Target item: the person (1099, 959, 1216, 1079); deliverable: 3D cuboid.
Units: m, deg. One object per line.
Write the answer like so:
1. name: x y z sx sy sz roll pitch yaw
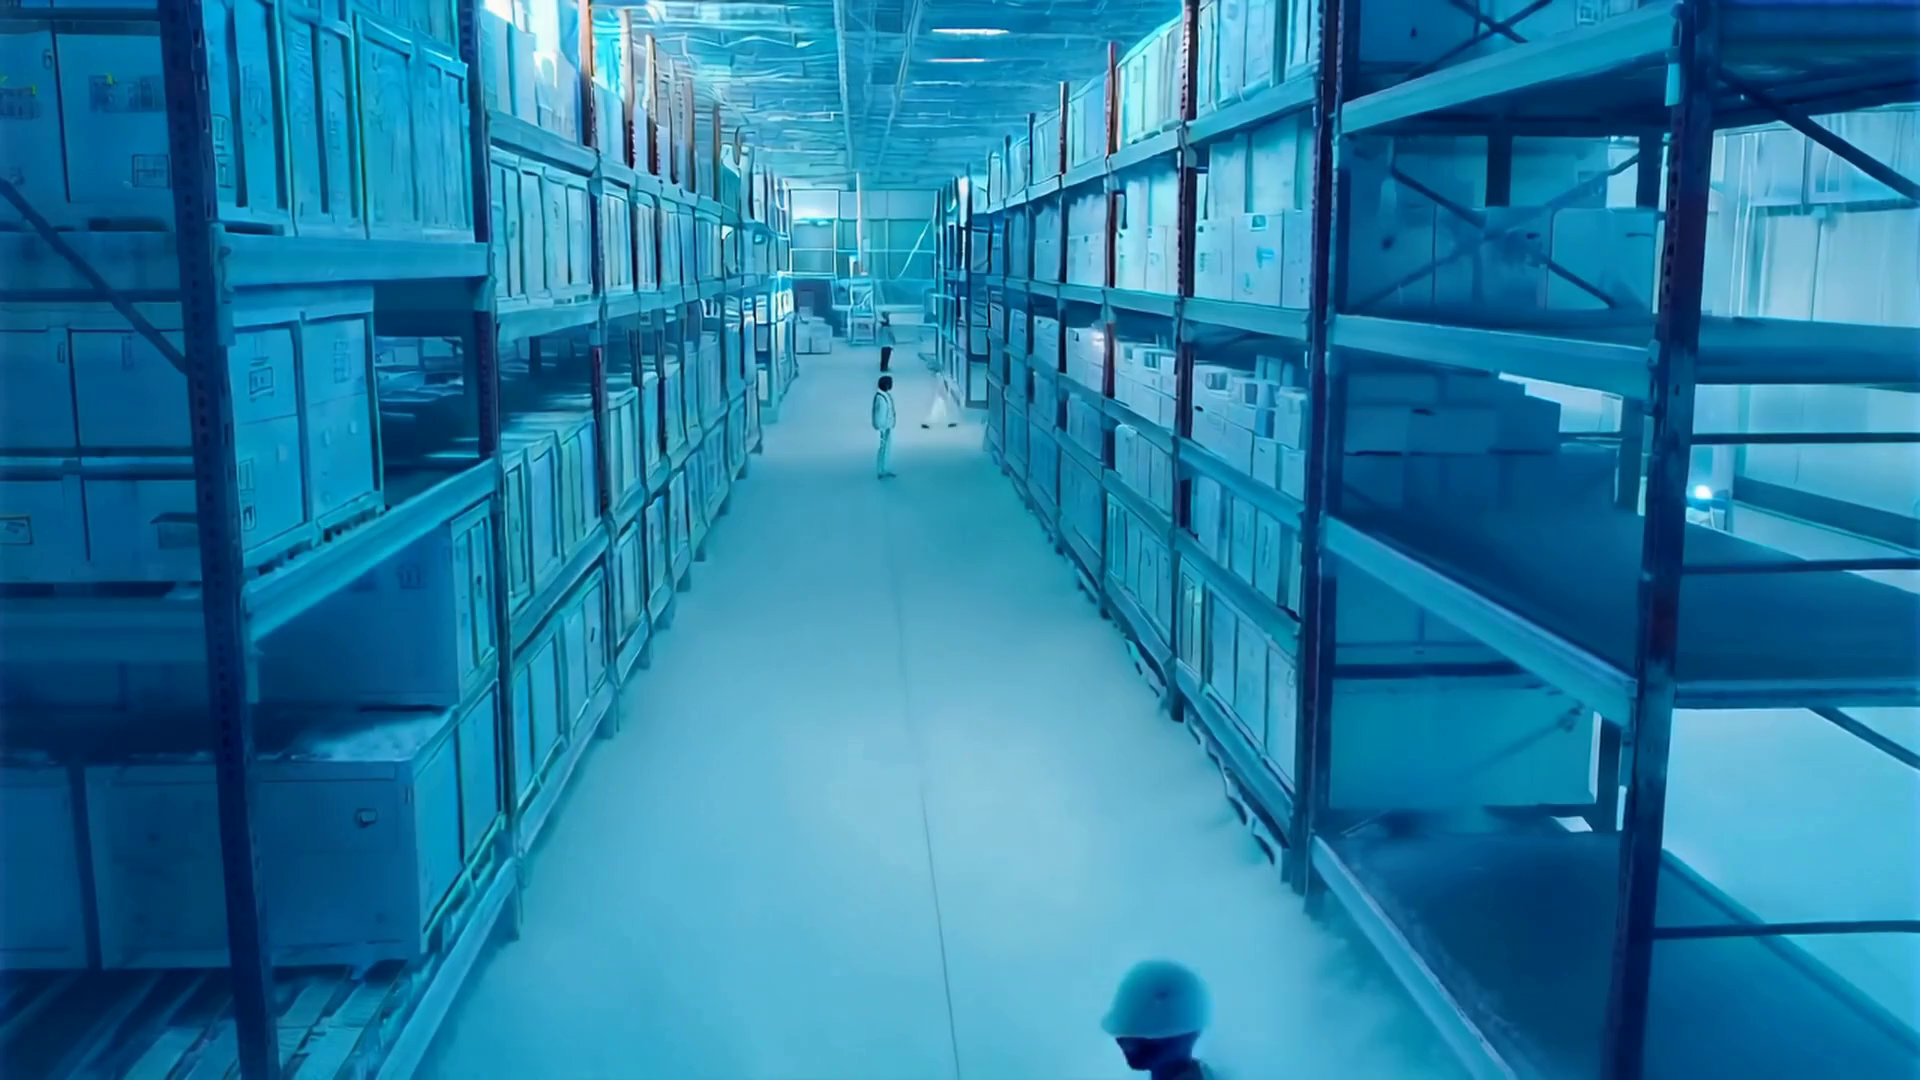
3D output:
1. person: 0.540 2.117 4.774 0.997 1.885 0.565 0 10 -2

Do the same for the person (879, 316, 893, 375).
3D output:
1. person: -2.507 -6.614 56.613 0.378 1.996 0.611 6 11 30

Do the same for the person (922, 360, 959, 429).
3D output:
1. person: -0.490 -3.335 38.231 0.851 1.588 0.514 -1 10 -5

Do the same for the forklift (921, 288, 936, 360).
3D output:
1. forklift: -0.943 -8.481 65.126 1.129 2.768 1.873 -1 10 -3

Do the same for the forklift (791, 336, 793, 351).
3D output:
1. forklift: -7.510 -8.454 64.964 1.873 2.768 1.129 4 10 21

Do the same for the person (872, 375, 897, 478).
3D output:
1. person: -1.341 -2.025 29.695 0.430 1.838 0.622 1 10 8

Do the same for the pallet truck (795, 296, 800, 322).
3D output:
1. pallet truck: -8.622 -12.439 91.403 1.885 1.965 0.823 2 10 13
